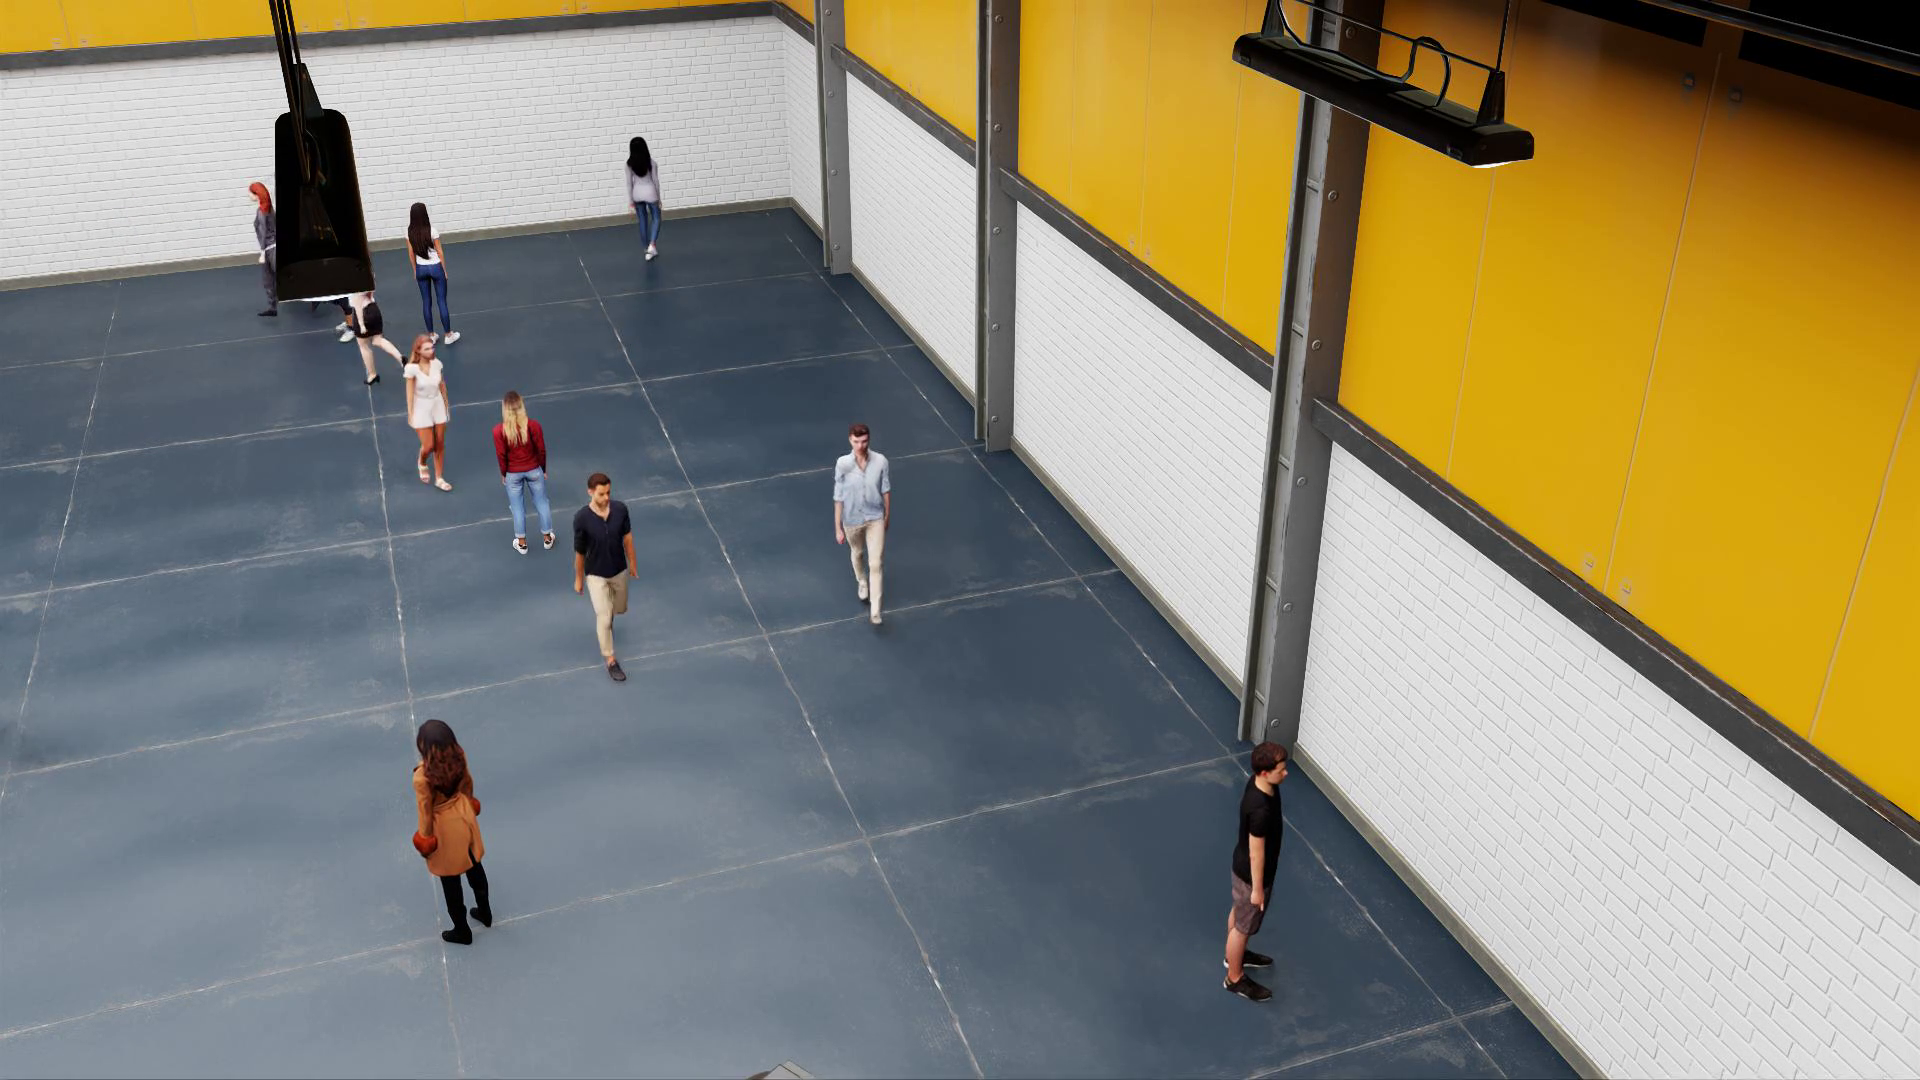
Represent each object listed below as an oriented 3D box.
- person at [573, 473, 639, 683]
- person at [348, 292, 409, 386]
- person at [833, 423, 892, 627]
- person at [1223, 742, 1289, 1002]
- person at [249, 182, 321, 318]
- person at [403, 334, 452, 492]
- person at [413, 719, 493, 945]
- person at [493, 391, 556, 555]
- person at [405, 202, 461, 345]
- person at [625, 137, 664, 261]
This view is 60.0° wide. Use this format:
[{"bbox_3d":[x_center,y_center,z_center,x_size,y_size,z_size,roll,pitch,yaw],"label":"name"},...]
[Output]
[{"bbox_3d":[-2.976,0.229,13.826,0.834,1.822,1.122,-14,32,-25],"label":"person"},{"bbox_3d":[-6.713,-2.513,19.052,0.890,1.632,0.889,7,29,12],"label":"person"},{"bbox_3d":[-0.862,-0.213,14.660,0.858,1.799,1.252,-3,29,-6],"label":"person"},{"bbox_3d":[1.850,2.037,10.472,0.825,1.861,0.702,5,29,10],"label":"person"},{"bbox_3d":[-8.586,-3.625,20.966,0.687,1.751,0.987,-8,30,-14],"label":"person"},{"bbox_3d":[-5.410,-1.315,16.802,0.723,1.683,0.790,-24,36,-36],"label":"person"},{"bbox_3d":[-3.331,1.897,10.876,0.821,1.720,0.782,16,32,26],"label":"person"},{"bbox_3d":[-4.100,-0.644,15.619,0.595,1.637,0.523,-10,30,-18],"label":"person"},{"bbox_3d":[-6.450,-3.244,20.243,0.662,1.775,0.660,3,29,6],"label":"person"},{"bbox_3d":[-4.349,-4.667,22.901,0.742,1.727,0.809,1,29,1],"label":"person"}]
